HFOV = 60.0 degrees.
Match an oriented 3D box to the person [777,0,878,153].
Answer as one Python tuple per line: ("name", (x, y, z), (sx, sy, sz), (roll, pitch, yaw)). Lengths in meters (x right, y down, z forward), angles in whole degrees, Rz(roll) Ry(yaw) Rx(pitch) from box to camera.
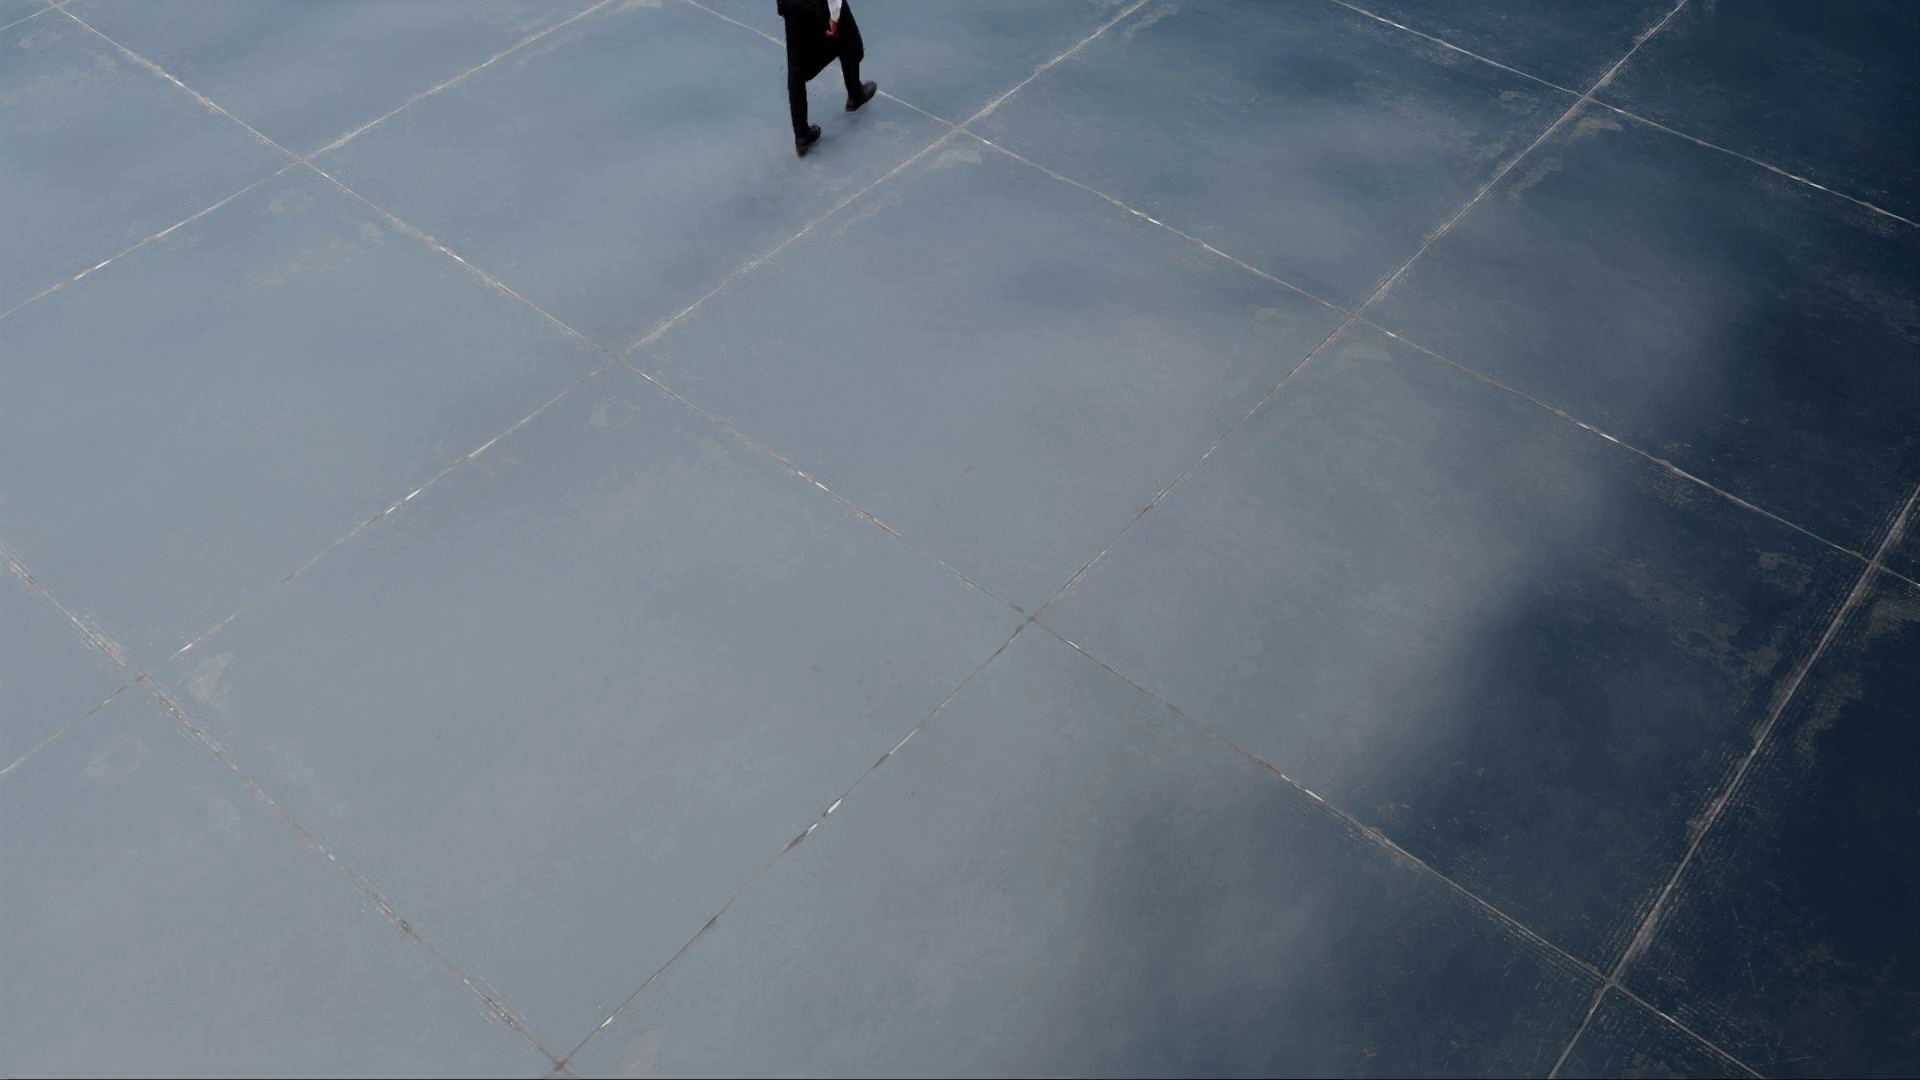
("person", (-0.959, -3.226, 10.201), (0.843, 1.805, 1.128), (17, 50, 15))
